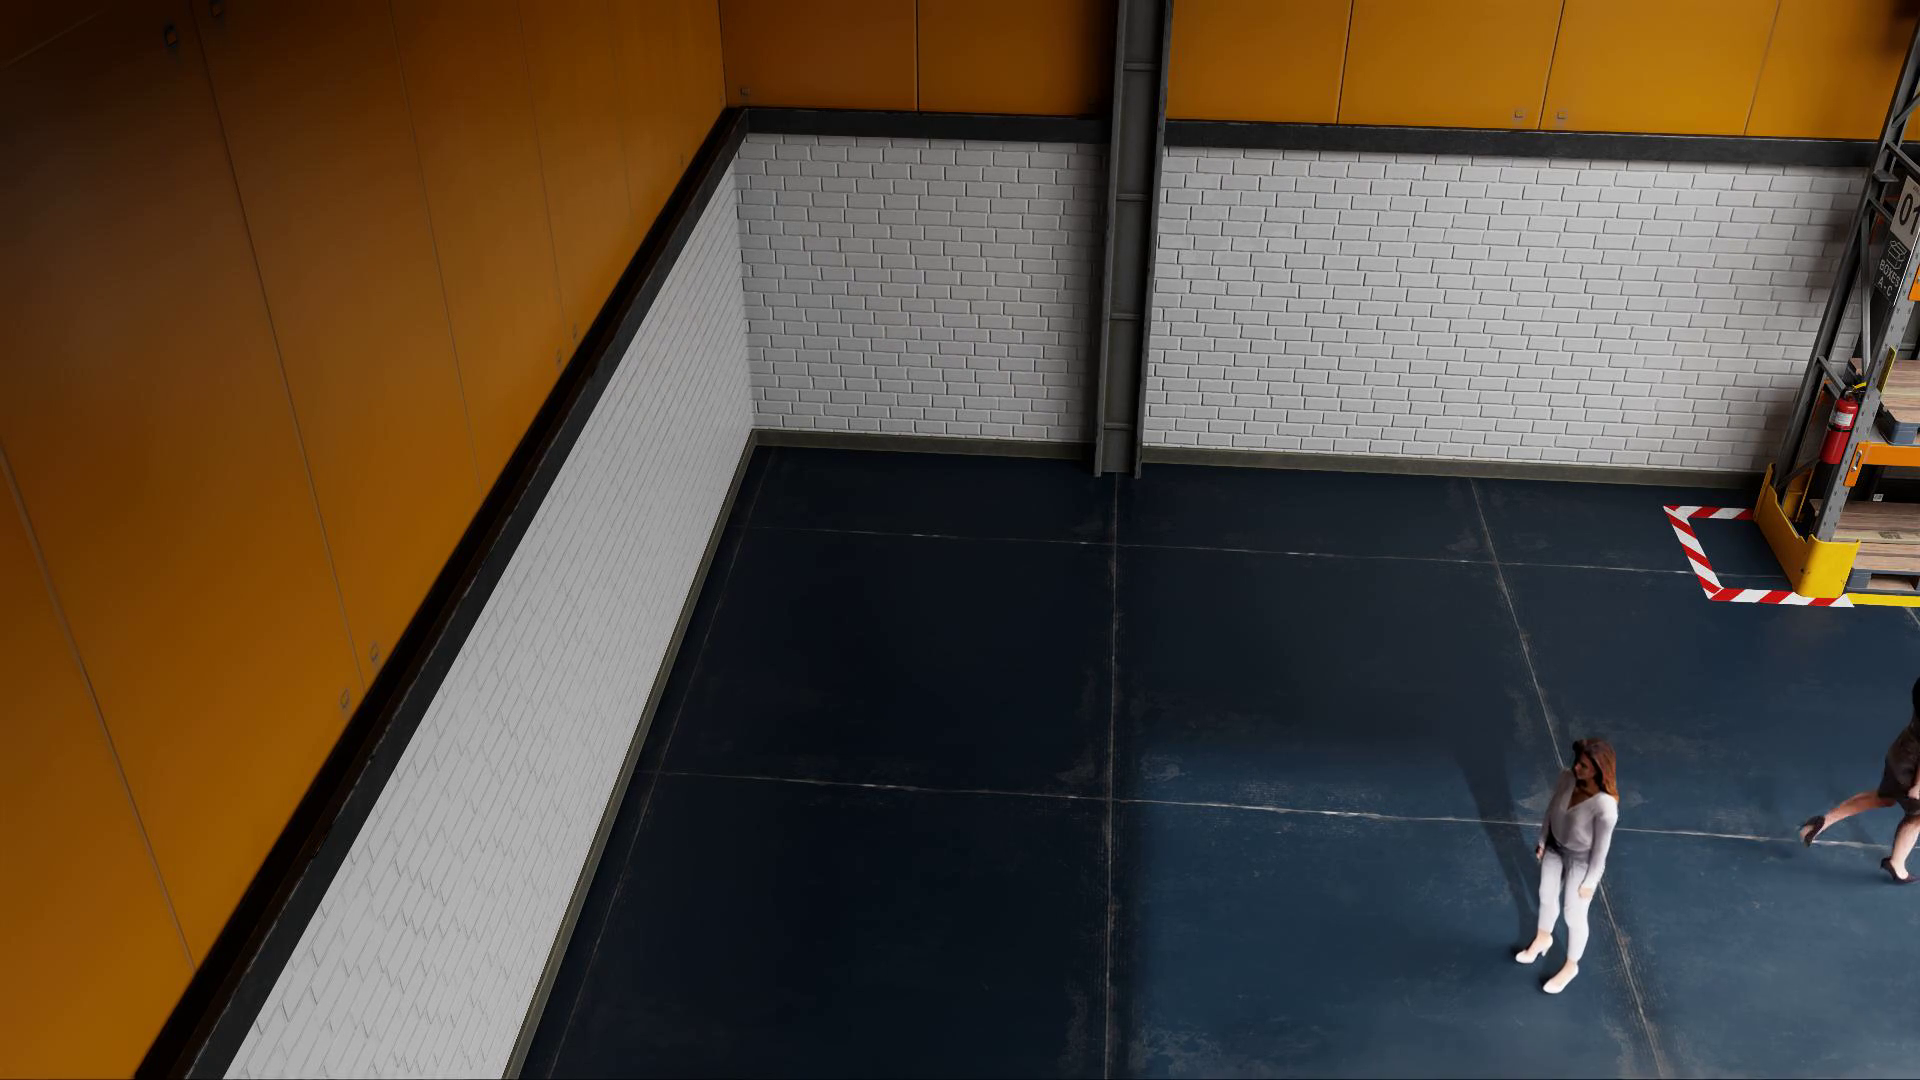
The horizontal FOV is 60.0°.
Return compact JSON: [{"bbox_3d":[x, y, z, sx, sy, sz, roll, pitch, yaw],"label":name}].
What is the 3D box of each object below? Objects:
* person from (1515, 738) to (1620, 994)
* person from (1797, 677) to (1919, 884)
[{"bbox_3d":[3.356,1.767,9.117,0.668,1.763,0.654,-14,36,-19],"label":"person"},{"bbox_3d":[5.524,1.332,9.806,0.995,1.725,0.654,6,34,9],"label":"person"}]
